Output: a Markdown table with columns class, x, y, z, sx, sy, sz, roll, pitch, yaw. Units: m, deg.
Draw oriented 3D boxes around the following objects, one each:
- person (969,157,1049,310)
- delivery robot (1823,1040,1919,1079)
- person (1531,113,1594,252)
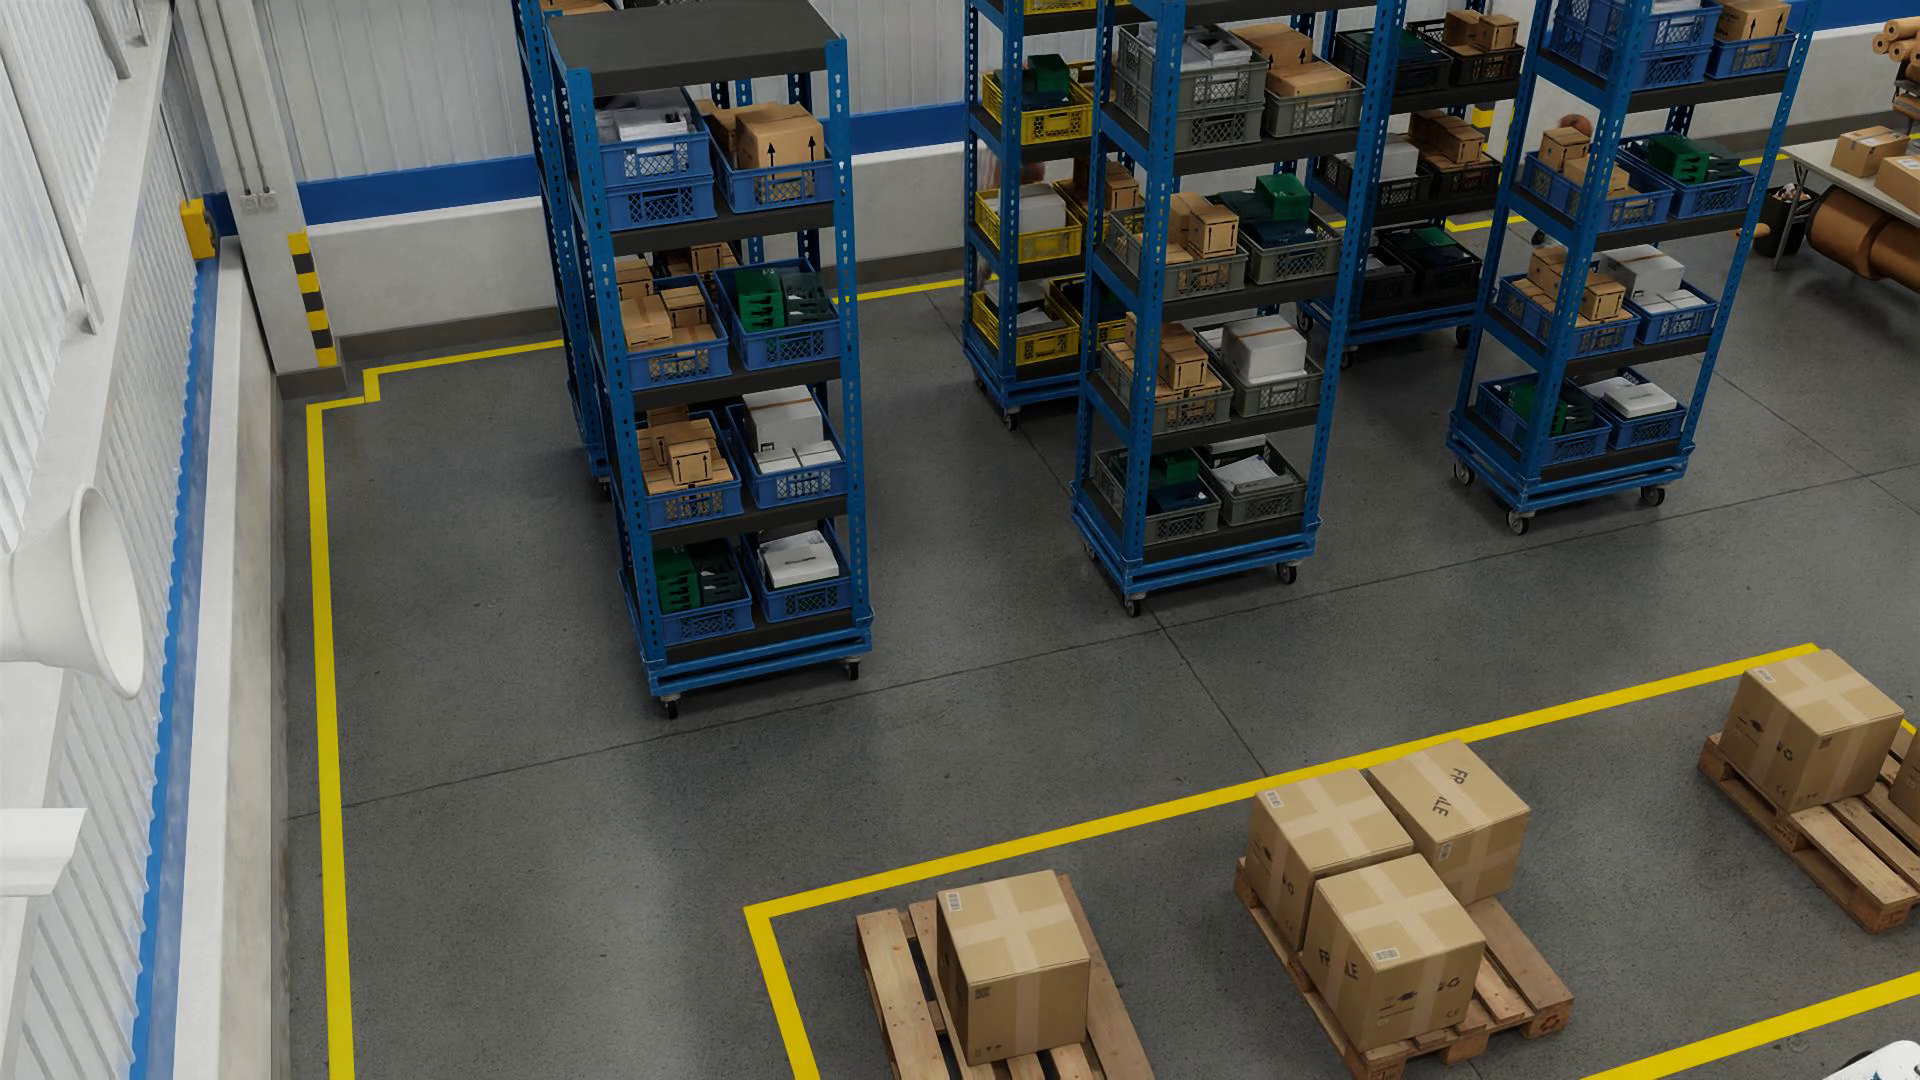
| class | x | y | z | sx | sy | sz | roll | pitch | yaw |
| --- | --- | --- | --- | --- | --- | --- | --- | --- | --- |
| person | 0.470 | -2.519 | 12.161 | 0.962 | 1.933 | 0.642 | 1 | 35 | 1 |
| delivery robot | 3.575 | 2.248 | 6.522 | 0.707 | 0.478 | 0.477 | -16 | 38 | -21 |
| person | 4.353 | -2.310 | 12.125 | 0.307 | 1.643 | 0.514 | 27 | 43 | 33 |
